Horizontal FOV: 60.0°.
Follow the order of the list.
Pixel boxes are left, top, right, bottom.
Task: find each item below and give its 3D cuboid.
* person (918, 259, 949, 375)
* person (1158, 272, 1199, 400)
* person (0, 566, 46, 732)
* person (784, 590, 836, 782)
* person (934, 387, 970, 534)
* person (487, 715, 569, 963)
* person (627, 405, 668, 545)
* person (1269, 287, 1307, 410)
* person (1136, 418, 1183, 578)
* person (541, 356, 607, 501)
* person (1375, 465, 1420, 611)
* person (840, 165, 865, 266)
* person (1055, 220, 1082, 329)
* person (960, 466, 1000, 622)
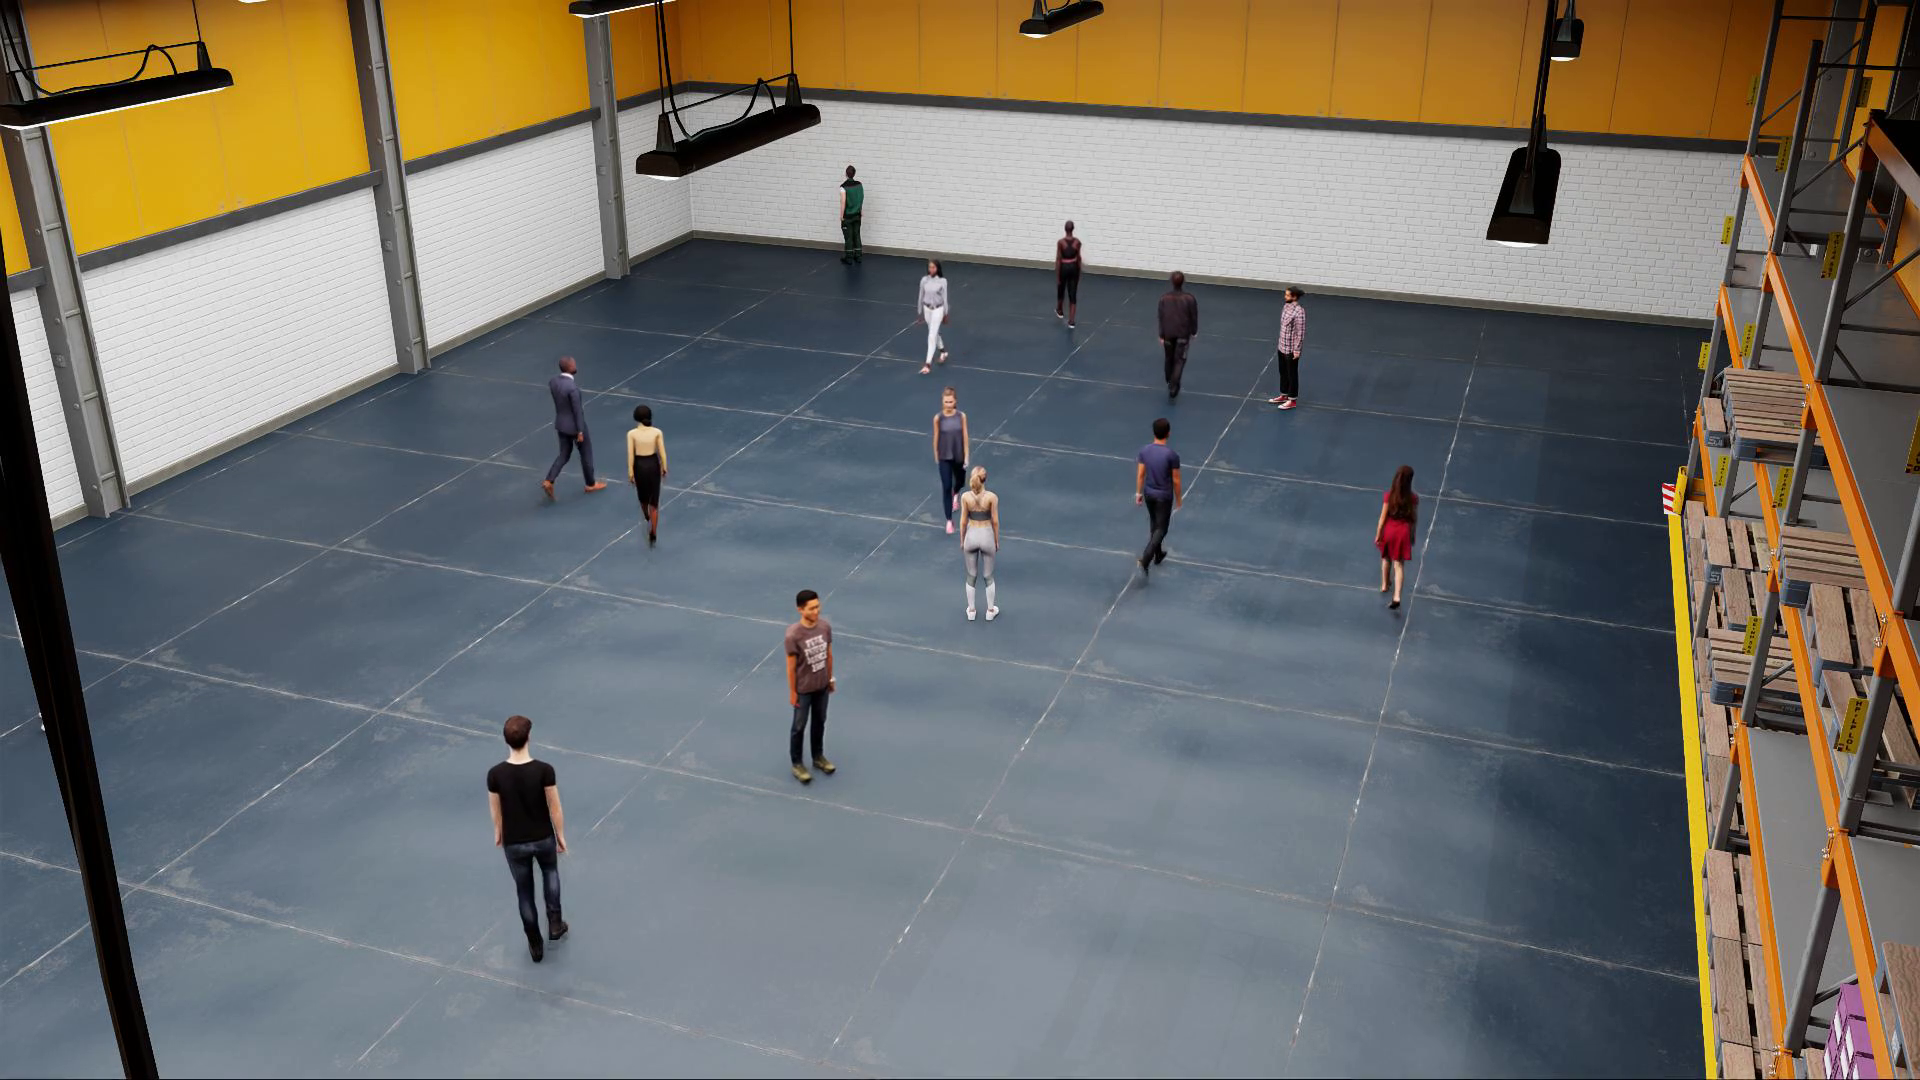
[{"bbox_3d":[-0.364,-3.421,25.264,0.708,1.678,1.236,11,26,23],"label":"person"},{"bbox_3d":[3.118,-2.920,23.964,0.702,1.801,1.130,8,25,18],"label":"person"},{"bbox_3d":[-8.432,0.894,15.260,0.770,1.786,0.726,-13,27,-26],"label":"person"},{"bbox_3d":[-1.321,1.241,14.478,0.649,1.776,0.765,-19,30,-36],"label":"person"},{"bbox_3d":[-0.094,-0.989,19.665,0.890,1.706,1.140,-3,24,-6],"label":"person"},{"bbox_3d":[-3.137,2.231,12.093,0.819,1.872,0.868,-6,24,-14],"label":"person"},{"bbox_3d":[-3.600,-0.726,19.186,0.942,1.608,1.117,-5,24,-11],"label":"person"},{"bbox_3d":[4.691,-2.753,23.635,0.841,1.760,0.747,-7,25,-17],"label":"person"},{"bbox_3d":[2.143,-0.439,18.336,0.803,1.764,1.142,14,27,29],"label":"person"},{"bbox_3d":[-4.831,-1.355,20.393,0.953,1.795,1.199,20,31,38],"label":"person"},{"bbox_3d":[4.643,-0.009,17.658,0.620,1.519,1.067,5,24,12],"label":"person"},{"bbox_3d":[-2.046,-6.118,31.229,0.710,1.843,0.808,-17,29,-34],"label":"person"},{"bbox_3d":[1.798,-4.327,27.299,0.970,1.708,1.251,-3,24,-7],"label":"person"},{"bbox_3d":[0.201,0.031,17.338,0.601,1.702,0.596,3,24,7],"label":"person"}]
